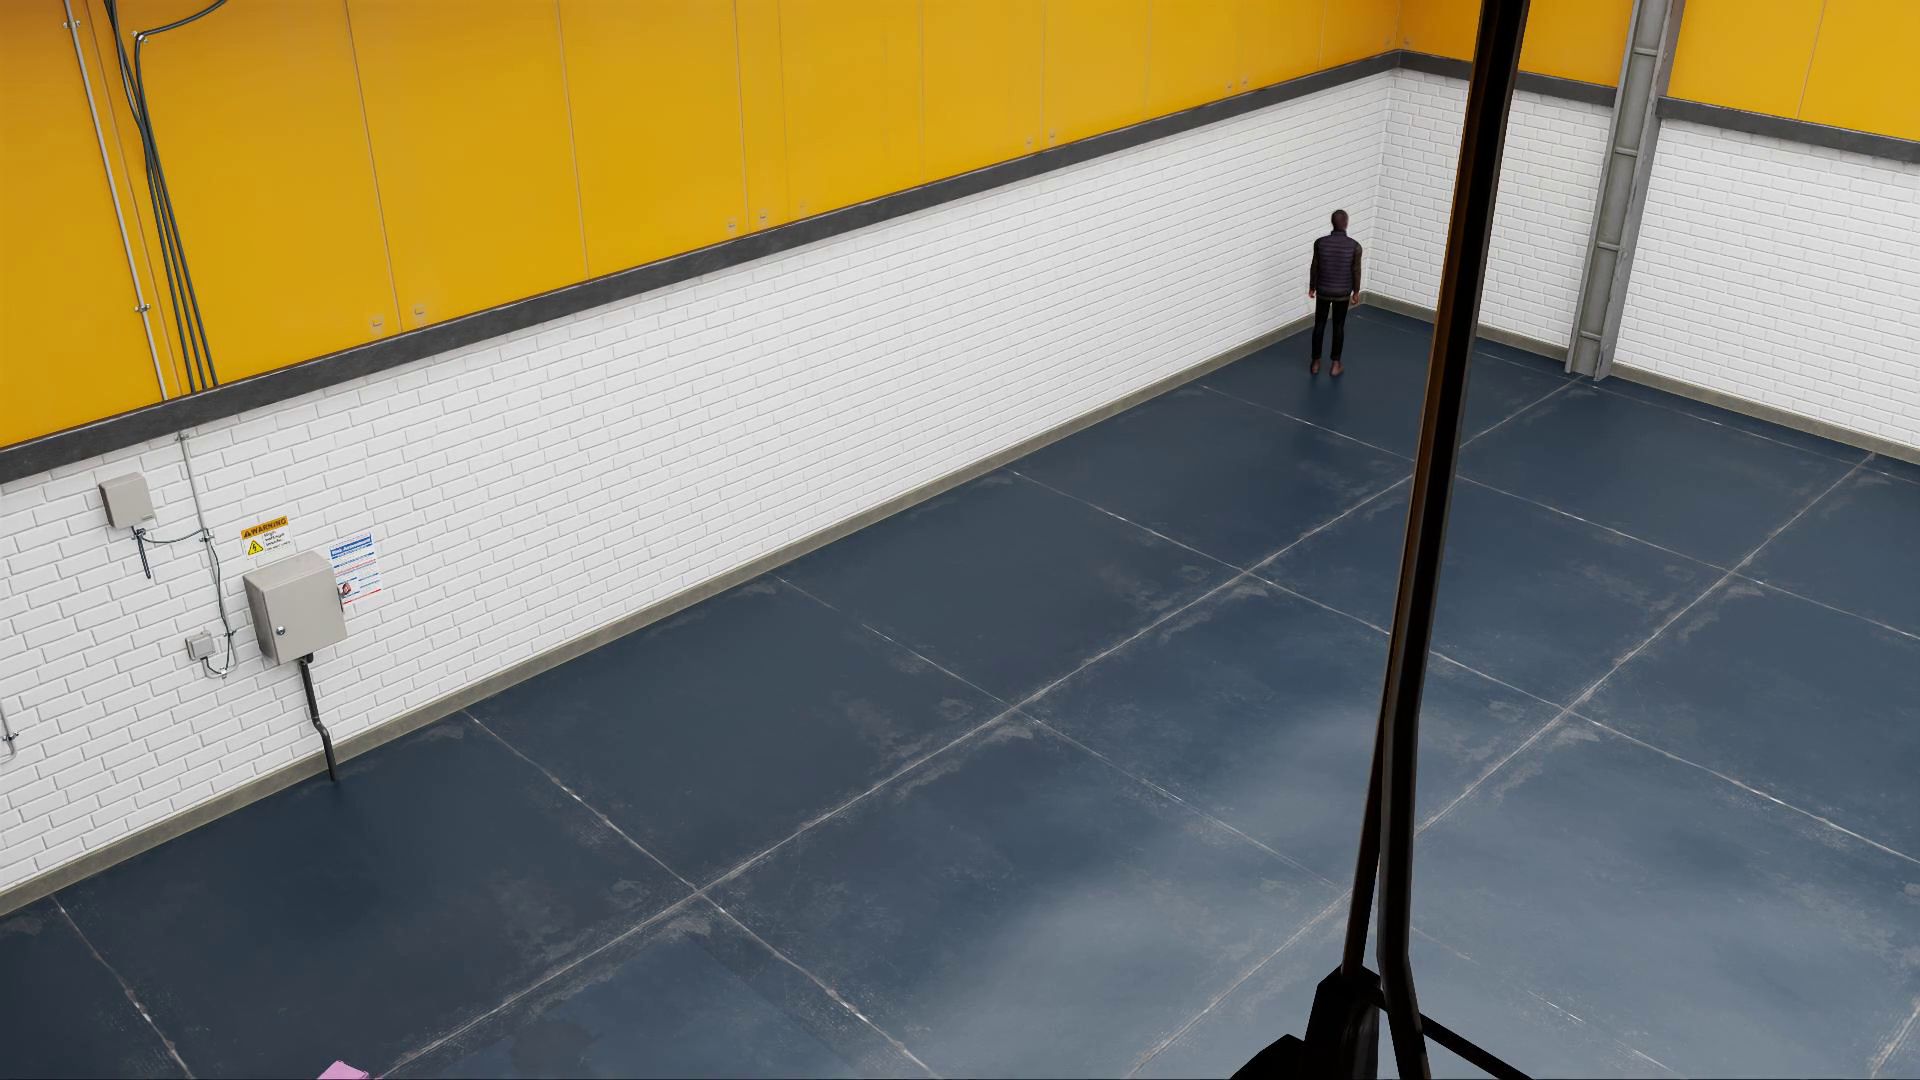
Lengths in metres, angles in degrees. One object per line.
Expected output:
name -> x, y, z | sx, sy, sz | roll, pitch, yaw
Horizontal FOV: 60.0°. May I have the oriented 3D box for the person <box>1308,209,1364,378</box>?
person -> 4.047, -2.689, 18.065 | 0.660, 1.835, 0.833 | 11, 30, 19
